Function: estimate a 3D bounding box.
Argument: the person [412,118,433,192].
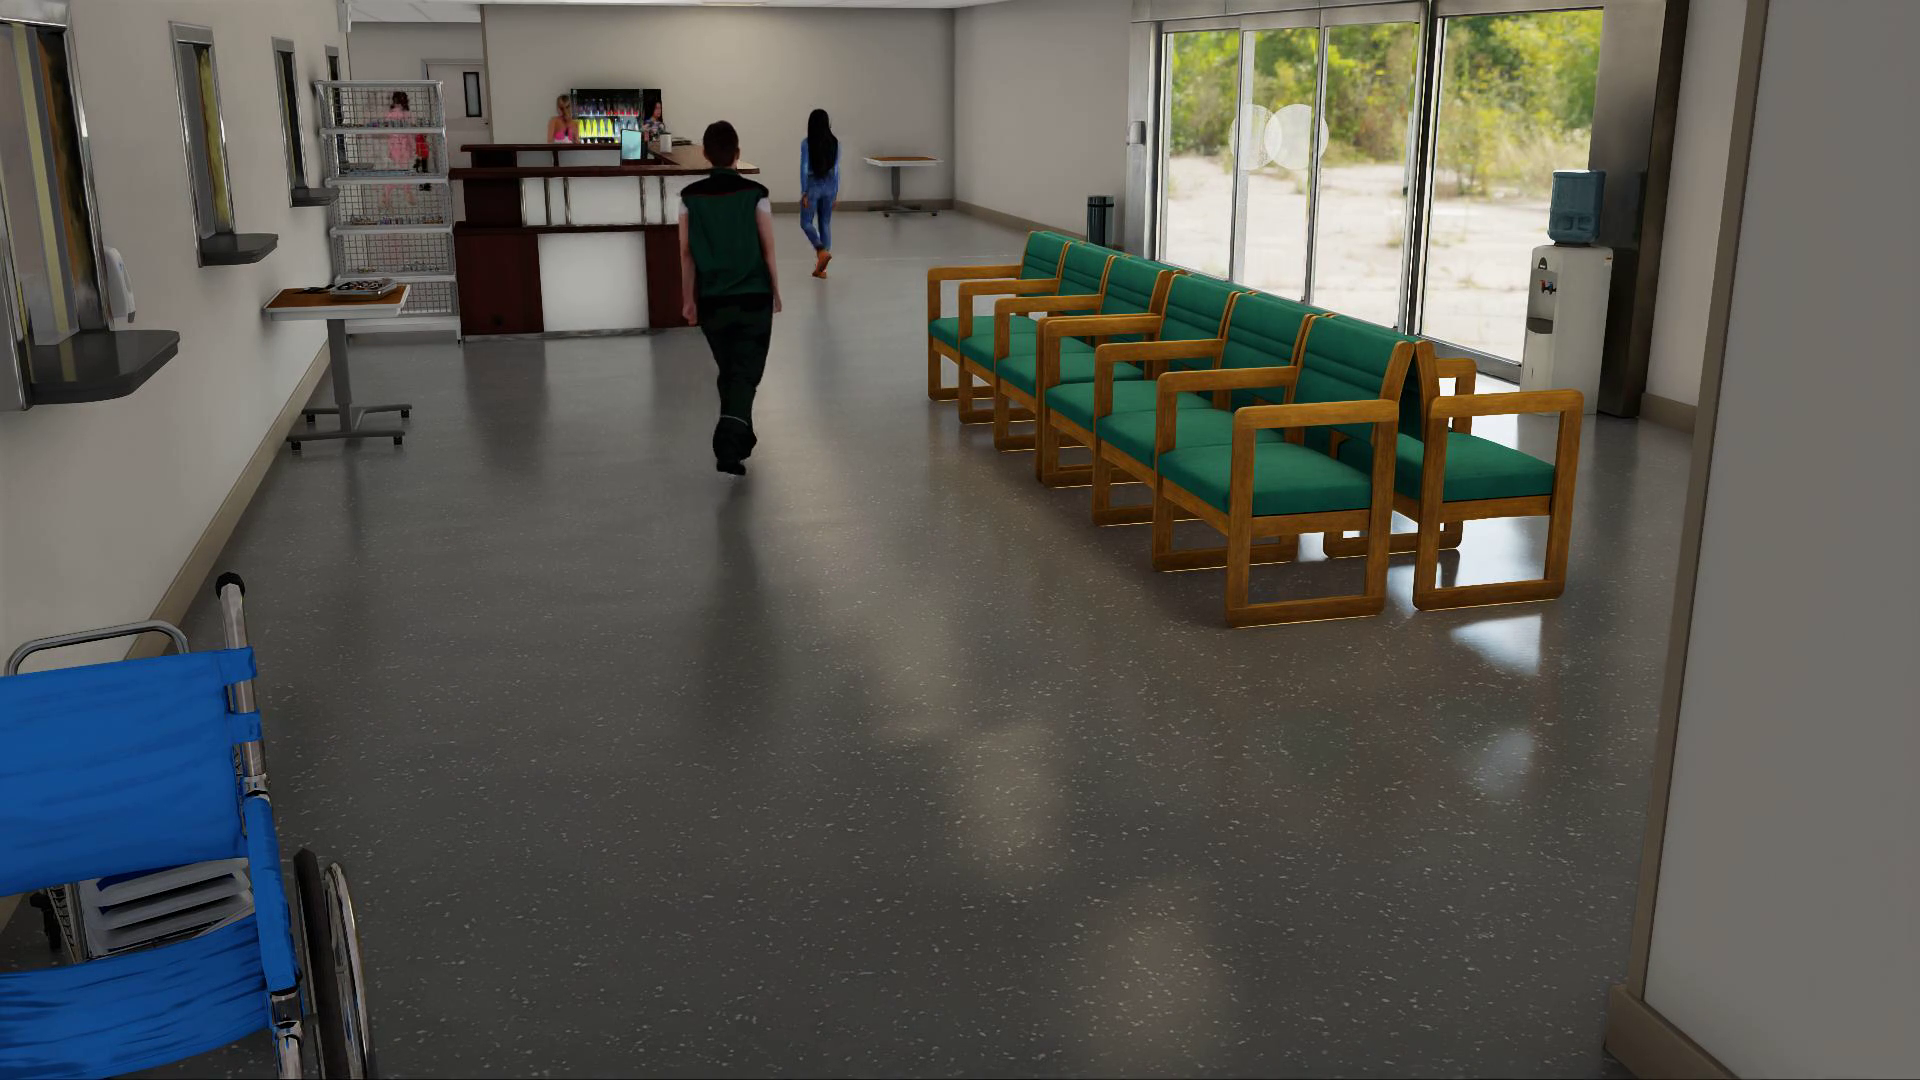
[{"bbox_3d":[-9.521,-6.840,29.551,0.569,1.274,0.545,1,16,2],"label":"person"}]

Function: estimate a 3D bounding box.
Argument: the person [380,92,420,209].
[{"bbox_3d":[-8.612,-5.941,25.464,1.155,1.762,1.124,6,17,21],"label":"person"}]

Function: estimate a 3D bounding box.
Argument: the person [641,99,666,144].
[{"bbox_3d":[-4.019,-4.797,21.514,1.053,1.703,1.079,12,20,36],"label":"person"}]

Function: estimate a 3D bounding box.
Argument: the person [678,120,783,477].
[{"bbox_3d":[-1.174,-1.200,8.571,1.188,1.804,1.039,3,16,10],"label":"person"}]

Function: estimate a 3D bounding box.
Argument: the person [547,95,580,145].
[{"bbox_3d":[-5.059,-4.810,21.460,0.946,1.757,0.958,14,21,41],"label":"person"}]

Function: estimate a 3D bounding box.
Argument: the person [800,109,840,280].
[{"bbox_3d":[-1.389,-3.499,16.917,0.764,1.699,0.764,-9,18,-28],"label":"person"}]
